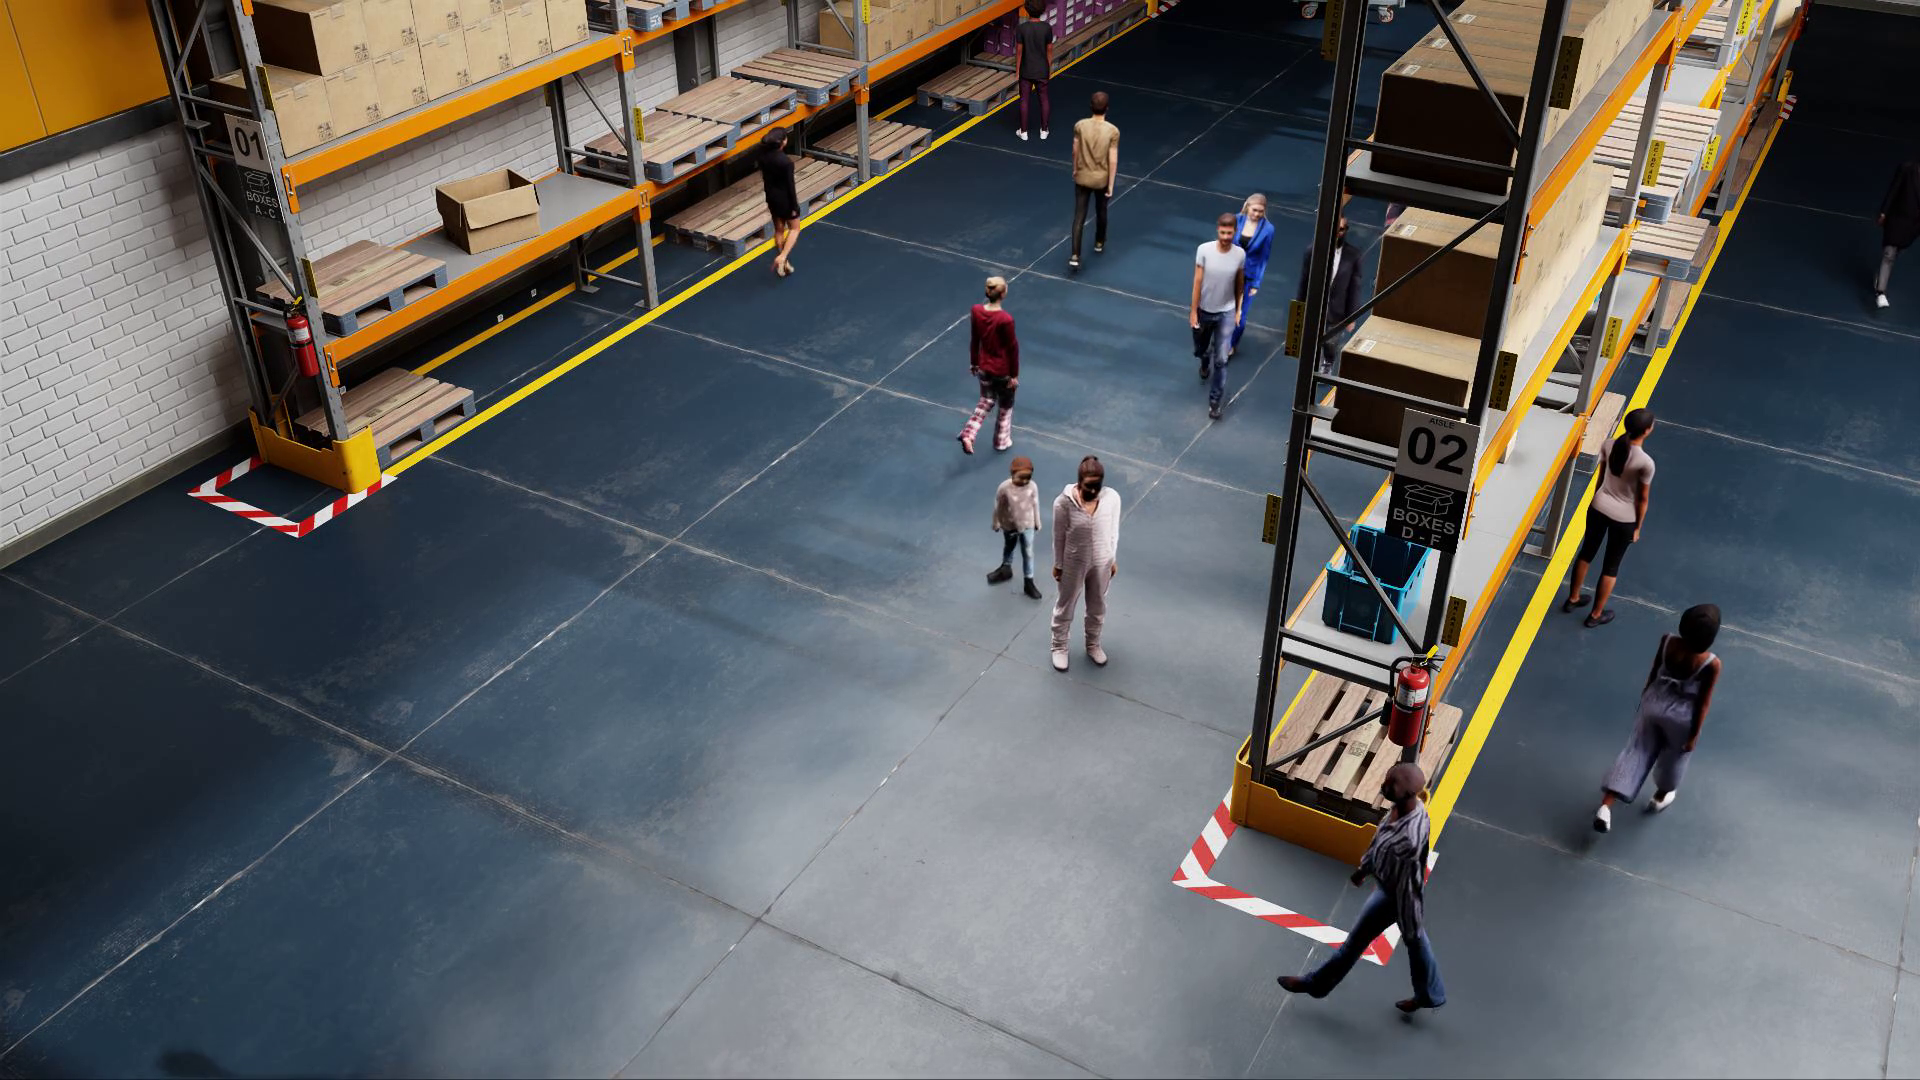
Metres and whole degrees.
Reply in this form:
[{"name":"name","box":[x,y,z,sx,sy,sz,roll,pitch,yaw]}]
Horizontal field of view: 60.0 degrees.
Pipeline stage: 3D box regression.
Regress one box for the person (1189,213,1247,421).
[{"name":"person","box":[2.261,-2.061,14.803,0.863,1.837,1.178,5,34,7]}]

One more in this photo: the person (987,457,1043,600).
[{"name":"person","box":[0.420,-0.150,12.526,0.700,1.176,0.741,5,34,7]}]

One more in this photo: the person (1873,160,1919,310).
[{"name":"person","box":[9.463,-3.208,16.650,0.861,1.704,1.239,9,35,13]}]

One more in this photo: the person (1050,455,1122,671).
[{"name":"person","box":[0.872,0.137,11.631,0.728,1.689,0.778,-7,34,-10]}]

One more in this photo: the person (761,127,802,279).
[{"name":"person","box":[-1.866,-3.405,17.014,0.553,1.628,0.680,18,38,25]}]

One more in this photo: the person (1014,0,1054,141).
[{"name":"person","box":[0.914,-5.839,20.536,0.726,1.784,0.764,-4,34,-6]}]

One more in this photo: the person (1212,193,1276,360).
[{"name":"person","box":[2.697,-2.489,15.594,0.674,1.675,0.651,21,39,28]}]

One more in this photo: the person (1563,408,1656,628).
[{"name":"person","box":[4.717,-0.175,12.050,0.666,1.744,0.668,-22,39,-29]}]

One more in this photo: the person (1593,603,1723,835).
[{"name":"person","box":[4.283,1.125,10.164,1.126,1.667,0.771,-29,43,-36]}]

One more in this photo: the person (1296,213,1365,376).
[{"name":"person","box":[3.268,-2.087,14.760,0.885,1.929,1.203,9,35,14]}]

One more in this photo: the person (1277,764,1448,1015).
[{"name":"person","box":[2.420,1.928,8.888,0.922,1.742,1.162,8,34,11]}]

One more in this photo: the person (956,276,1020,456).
[{"name":"person","box":[0.258,-1.427,13.994,0.695,1.679,0.883,24,40,31]}]

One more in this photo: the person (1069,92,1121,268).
[{"name":"person","box":[1.347,-3.704,17.296,0.891,1.814,1.316,9,35,13]}]
